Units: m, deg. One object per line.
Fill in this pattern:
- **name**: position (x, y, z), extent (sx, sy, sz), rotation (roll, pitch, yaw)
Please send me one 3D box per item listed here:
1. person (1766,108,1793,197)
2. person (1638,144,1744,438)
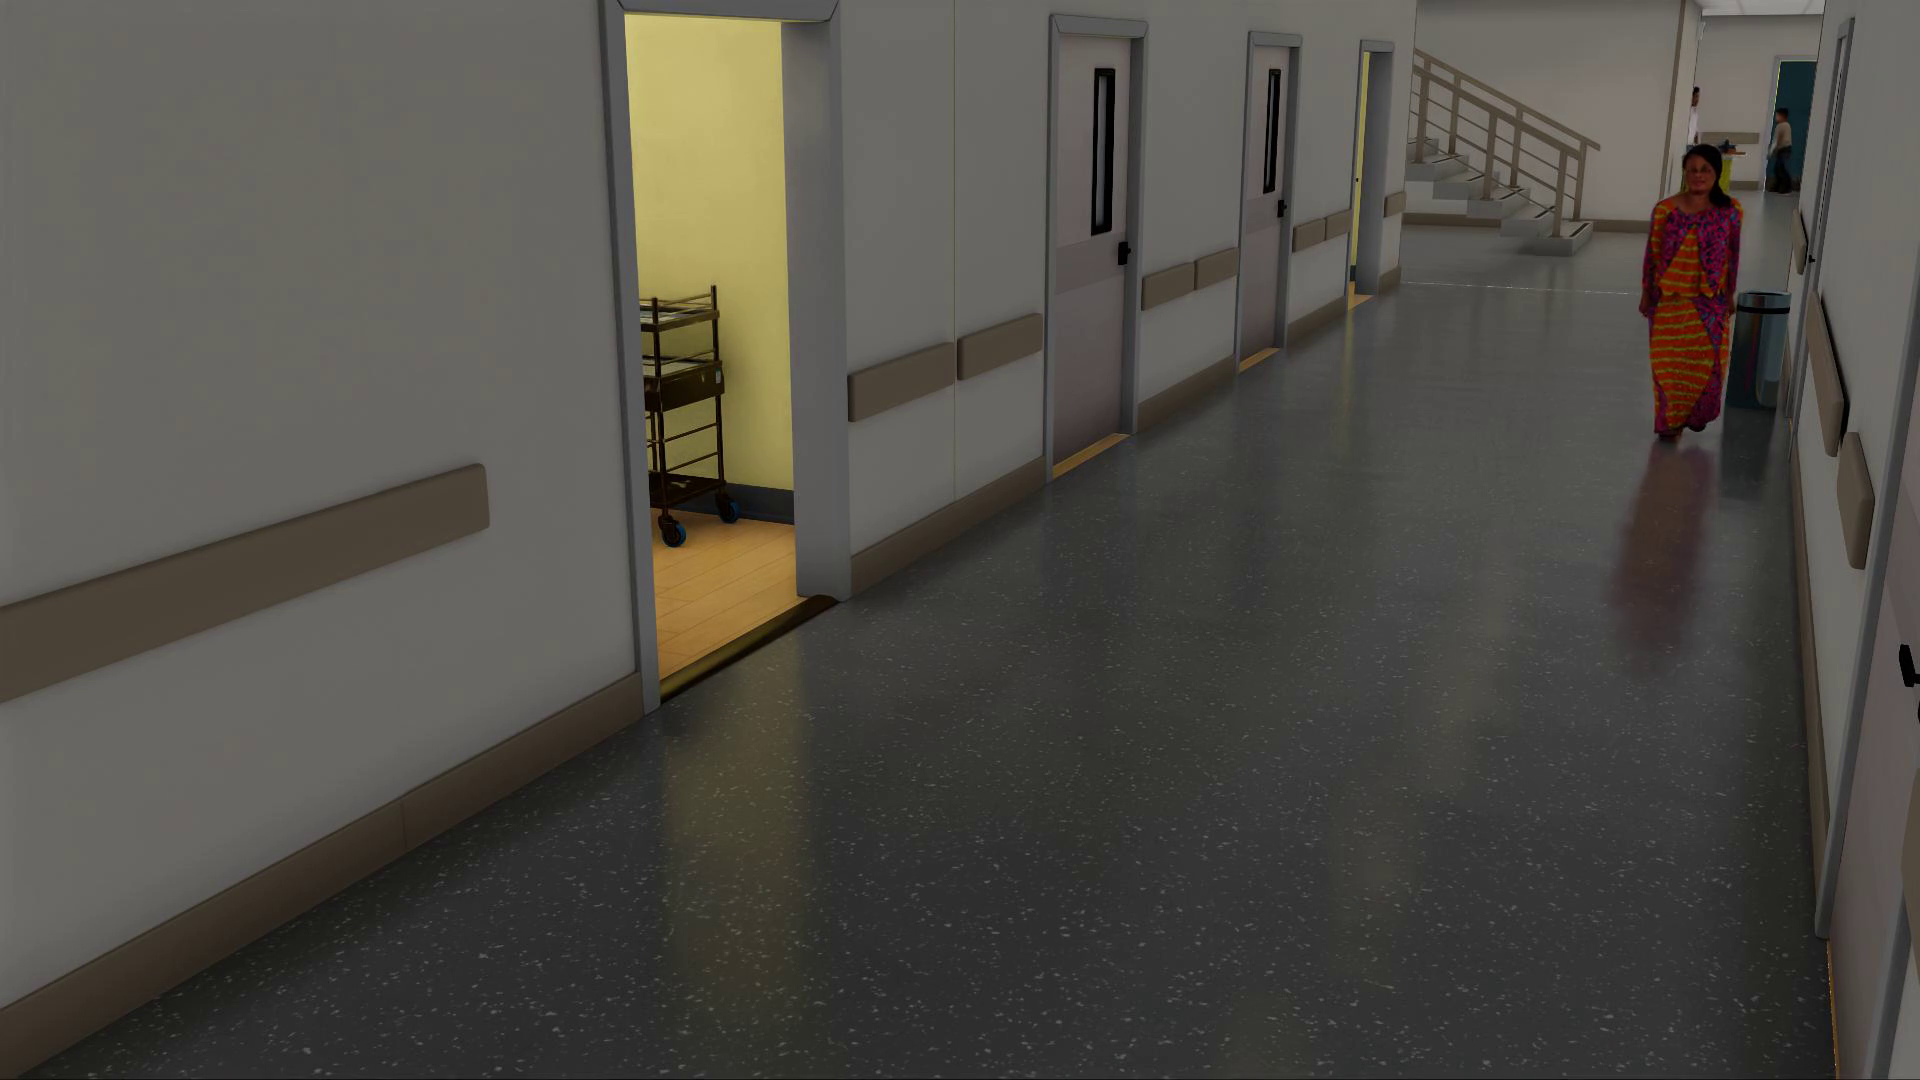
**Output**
- **person**: position (13.944, -6.537, 28.052), extent (0.690, 1.443, 0.783), rotation (-11, 19, -33)
- **person**: position (4.178, -1.422, 9.490), extent (0.638, 1.671, 0.725), rotation (6, 17, 22)
